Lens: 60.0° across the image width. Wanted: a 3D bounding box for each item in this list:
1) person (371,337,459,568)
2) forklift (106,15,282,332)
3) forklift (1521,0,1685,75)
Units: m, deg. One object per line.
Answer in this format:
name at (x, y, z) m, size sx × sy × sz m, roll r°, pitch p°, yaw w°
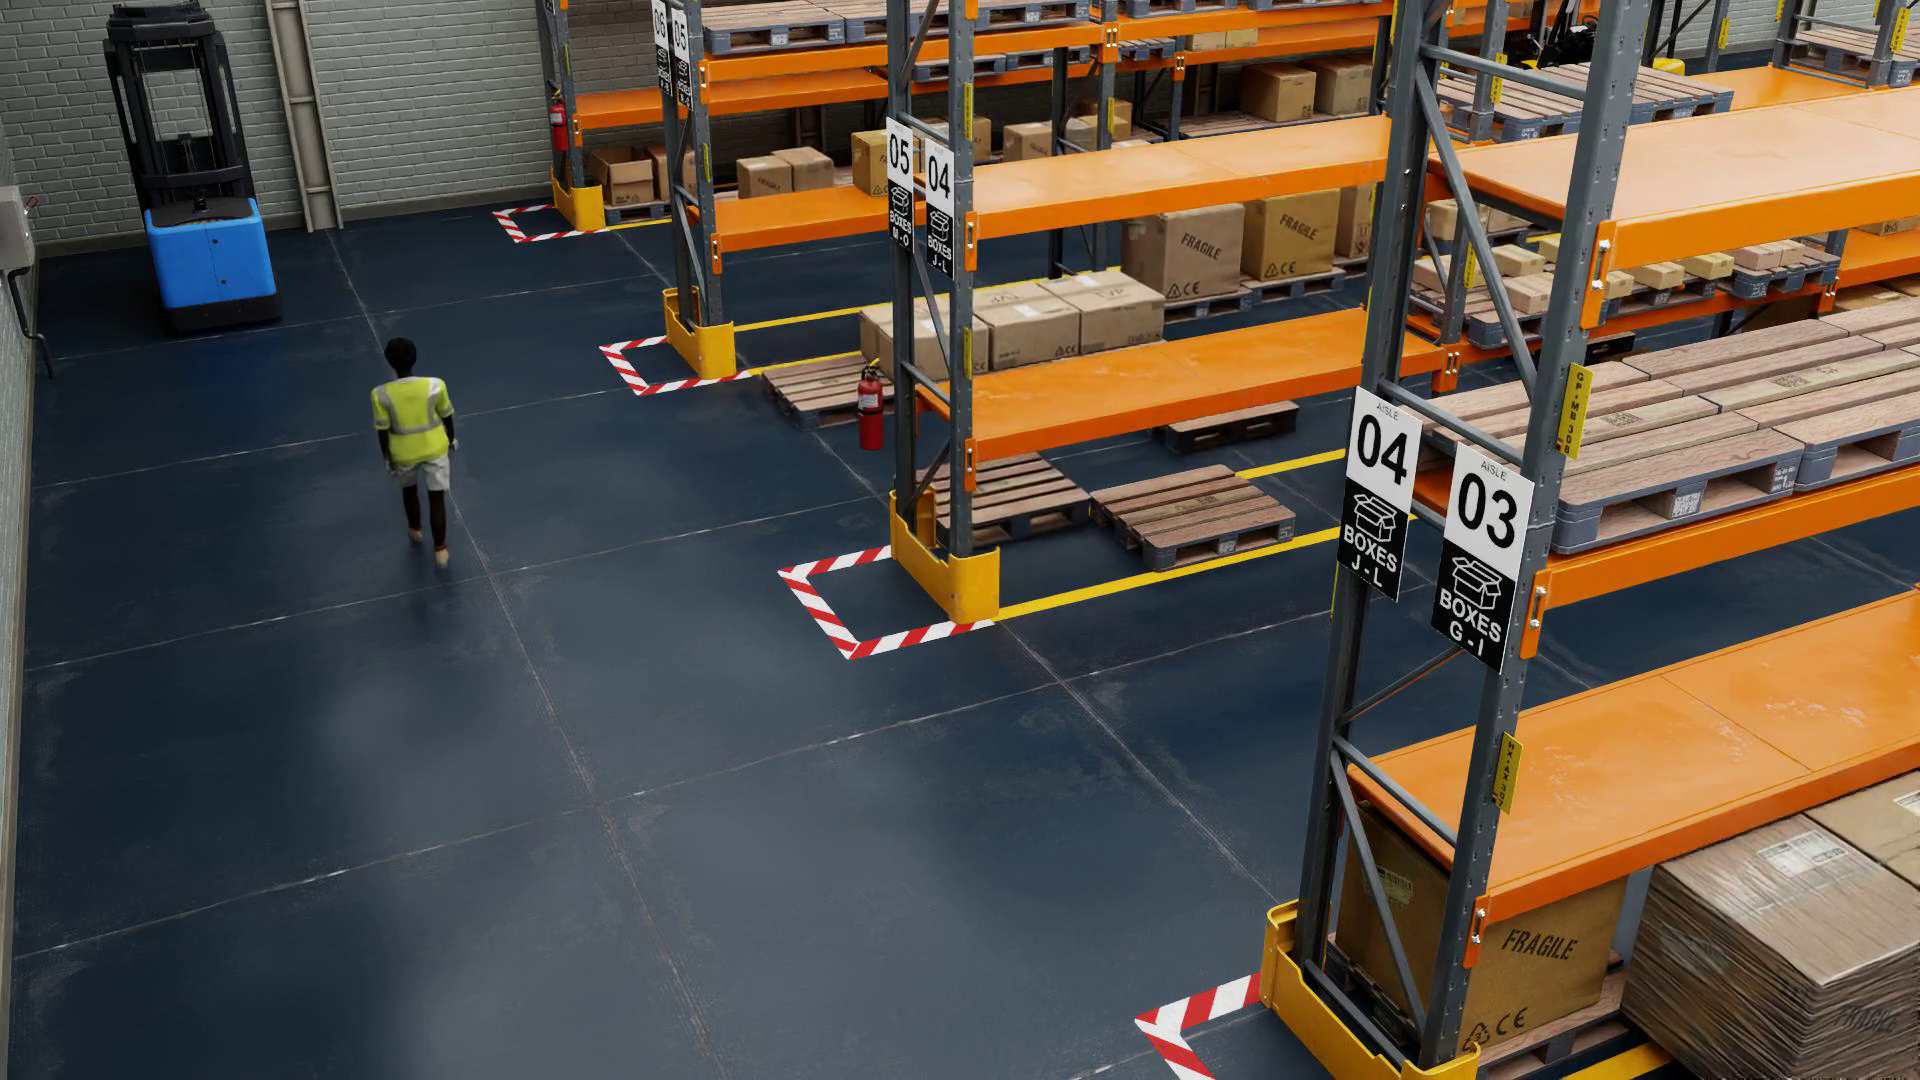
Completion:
person at (-3.856, -0.670, 11.855) m, size 0.547 × 1.664 × 0.776 m, roll -9°, pitch 29°, yaw -16°
forklift at (-7.548, -3.672, 16.323) m, size 1.129 × 2.768 × 1.873 m, roll -12°, pitch 30°, yaw -22°
forklift at (8.950, -6.807, 23.056) m, size 1.214 × 2.155 × 2.313 m, roll -12°, pitch 30°, yaw -22°
